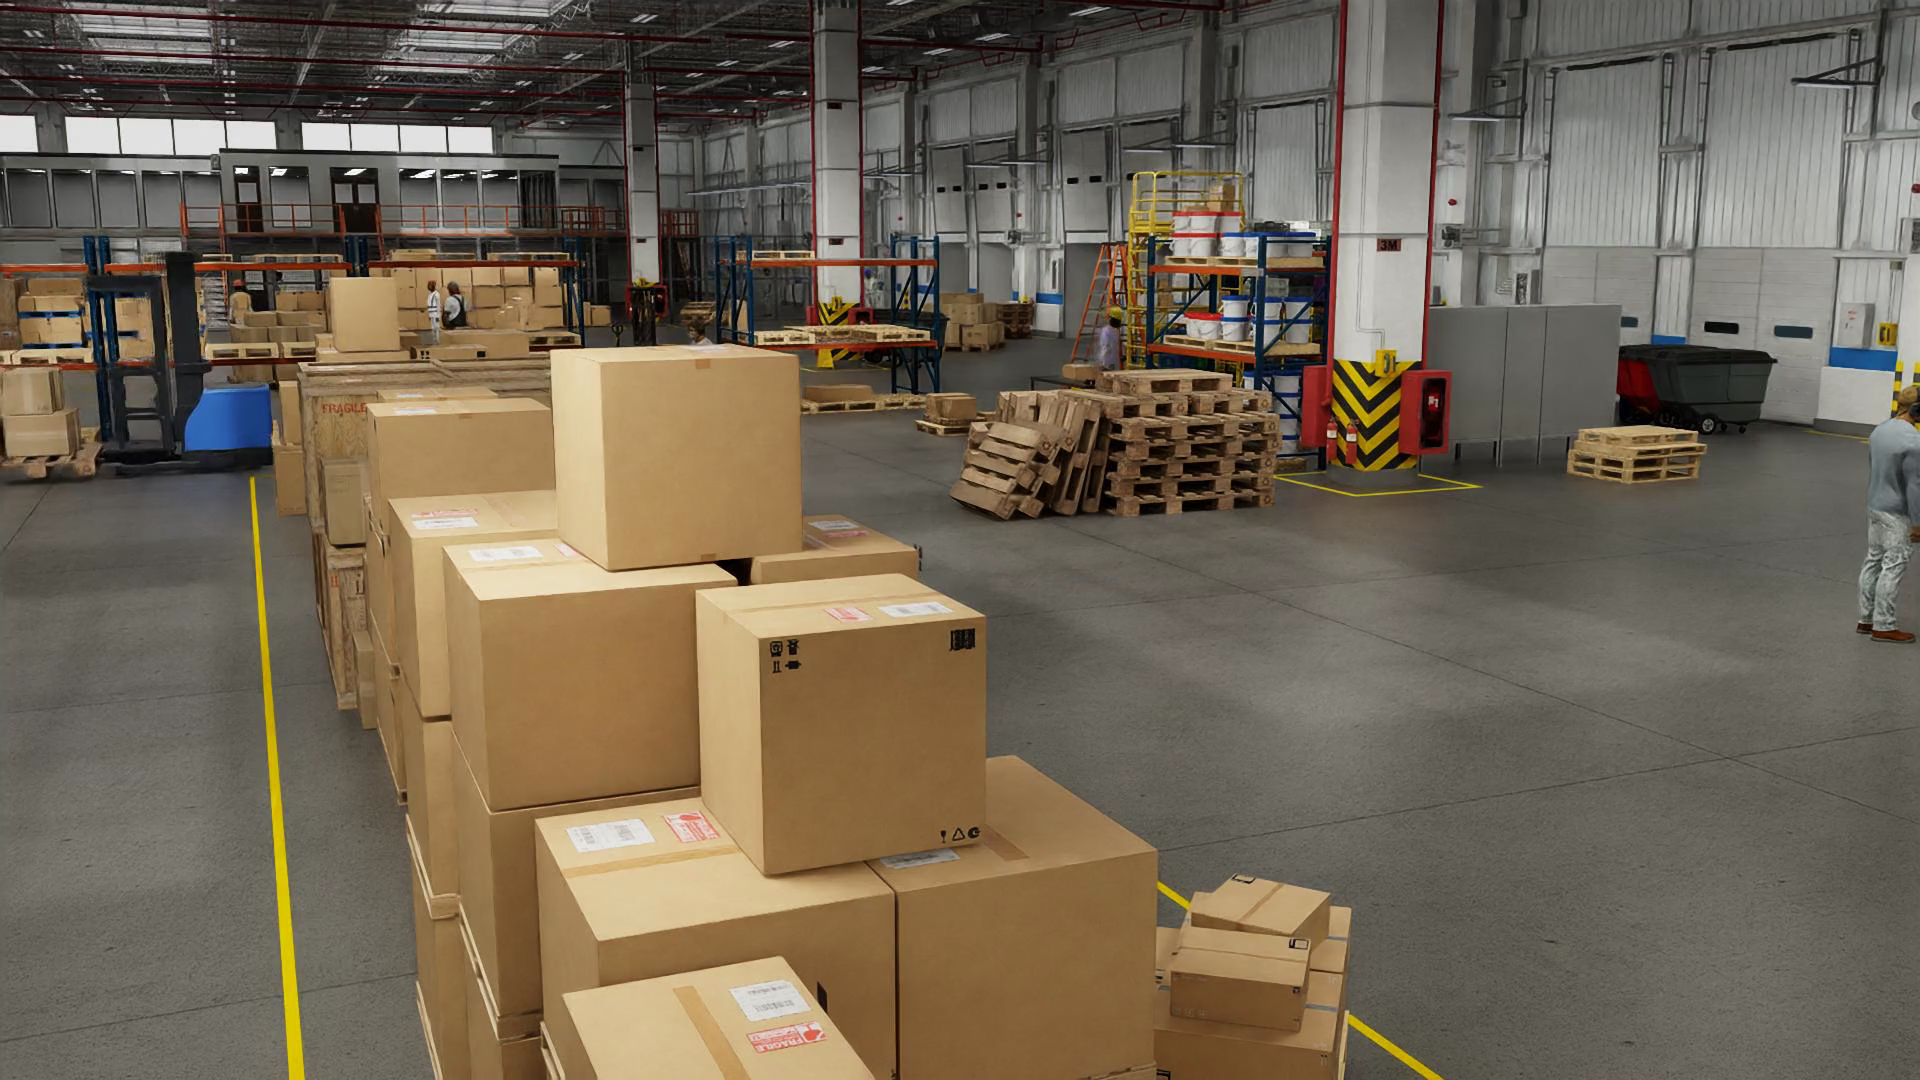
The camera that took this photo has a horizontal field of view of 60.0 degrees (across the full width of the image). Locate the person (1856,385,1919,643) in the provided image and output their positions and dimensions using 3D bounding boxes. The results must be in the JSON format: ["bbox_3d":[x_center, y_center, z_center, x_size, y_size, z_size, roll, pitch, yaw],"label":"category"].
[{"bbox_3d":[6.967,-0.192,12.382,0.384,1.930,0.634,0,10,0],"label":"person"}]

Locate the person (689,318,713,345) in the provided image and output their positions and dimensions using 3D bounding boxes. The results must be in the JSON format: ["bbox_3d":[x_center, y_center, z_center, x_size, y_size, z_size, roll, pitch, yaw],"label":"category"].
[{"bbox_3d":[-3.493,-2.019,22.427,0.373,1.935,0.628,-6,12,-31],"label":"person"}]

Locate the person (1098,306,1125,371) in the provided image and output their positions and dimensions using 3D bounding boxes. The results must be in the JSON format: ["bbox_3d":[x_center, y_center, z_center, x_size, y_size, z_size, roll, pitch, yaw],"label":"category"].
[{"bbox_3d":[2.446,-2.974,27.789,0.590,1.902,0.638,4,11,19],"label":"person"}]

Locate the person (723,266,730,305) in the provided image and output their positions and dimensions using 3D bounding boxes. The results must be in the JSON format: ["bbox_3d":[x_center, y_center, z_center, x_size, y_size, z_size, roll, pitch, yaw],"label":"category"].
[{"bbox_3d":[-10.287,-11.452,74.760,0.629,1.808,0.845,-9,13,-39],"label":"person"}]

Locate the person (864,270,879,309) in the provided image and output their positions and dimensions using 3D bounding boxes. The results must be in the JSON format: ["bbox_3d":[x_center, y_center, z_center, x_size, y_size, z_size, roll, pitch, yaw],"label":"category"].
[{"bbox_3d":[-3.214,-8.772,59.820,0.681,1.881,0.979,1,10,7],"label":"person"}]

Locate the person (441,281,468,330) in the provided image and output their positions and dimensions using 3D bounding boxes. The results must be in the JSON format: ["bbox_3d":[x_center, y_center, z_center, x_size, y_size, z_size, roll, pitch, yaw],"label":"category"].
[{"bbox_3d":[-11.810,-5.047,38.817,0.566,2.000,0.701,3,11,18],"label":"person"}]

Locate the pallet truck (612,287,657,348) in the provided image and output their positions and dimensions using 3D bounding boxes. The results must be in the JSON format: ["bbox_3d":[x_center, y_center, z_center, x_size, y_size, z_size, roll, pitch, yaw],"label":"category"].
[{"bbox_3d":[-6.464,-4.406,35.401,0.823,1.965,1.885,6,12,32],"label":"pallet truck"}]

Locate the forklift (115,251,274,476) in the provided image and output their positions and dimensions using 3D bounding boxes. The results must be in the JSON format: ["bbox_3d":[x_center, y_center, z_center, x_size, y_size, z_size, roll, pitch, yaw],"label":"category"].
[{"bbox_3d":[-9.927,-2.314,21.440,1.873,2.768,1.129,-4,11,-23],"label":"forklift"}]

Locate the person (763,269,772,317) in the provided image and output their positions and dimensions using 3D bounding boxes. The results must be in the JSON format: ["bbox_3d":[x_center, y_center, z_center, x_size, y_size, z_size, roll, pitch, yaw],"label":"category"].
[{"bbox_3d":[-7.397,-9.505,63.874,0.310,1.864,0.534,-3,11,-17],"label":"person"}]

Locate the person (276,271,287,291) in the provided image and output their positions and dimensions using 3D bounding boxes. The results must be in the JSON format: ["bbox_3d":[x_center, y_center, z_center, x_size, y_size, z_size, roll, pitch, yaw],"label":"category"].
[{"bbox_3d":[-22.199,-7.815,54.410,0.391,1.919,0.591,0,10,2],"label":"person"}]

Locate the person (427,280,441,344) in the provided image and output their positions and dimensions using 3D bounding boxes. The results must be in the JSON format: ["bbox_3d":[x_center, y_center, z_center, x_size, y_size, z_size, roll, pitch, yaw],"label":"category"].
[{"bbox_3d":[-14.069,-6.001,44.510,0.355,1.883,0.572,-8,13,-36],"label":"person"}]

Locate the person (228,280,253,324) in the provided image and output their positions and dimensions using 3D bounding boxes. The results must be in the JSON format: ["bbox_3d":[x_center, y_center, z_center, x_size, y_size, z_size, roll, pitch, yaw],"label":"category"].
[{"bbox_3d":[-18.785,-5.807,43.346,0.564,1.909,0.787,-10,14,-43],"label":"person"}]

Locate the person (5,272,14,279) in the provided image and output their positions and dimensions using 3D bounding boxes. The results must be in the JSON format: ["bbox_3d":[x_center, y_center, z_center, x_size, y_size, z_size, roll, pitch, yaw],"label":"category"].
[{"bbox_3d":[-30.395,-7.616,53.298,0.410,1.927,0.566,4,11,22],"label":"person"}]
